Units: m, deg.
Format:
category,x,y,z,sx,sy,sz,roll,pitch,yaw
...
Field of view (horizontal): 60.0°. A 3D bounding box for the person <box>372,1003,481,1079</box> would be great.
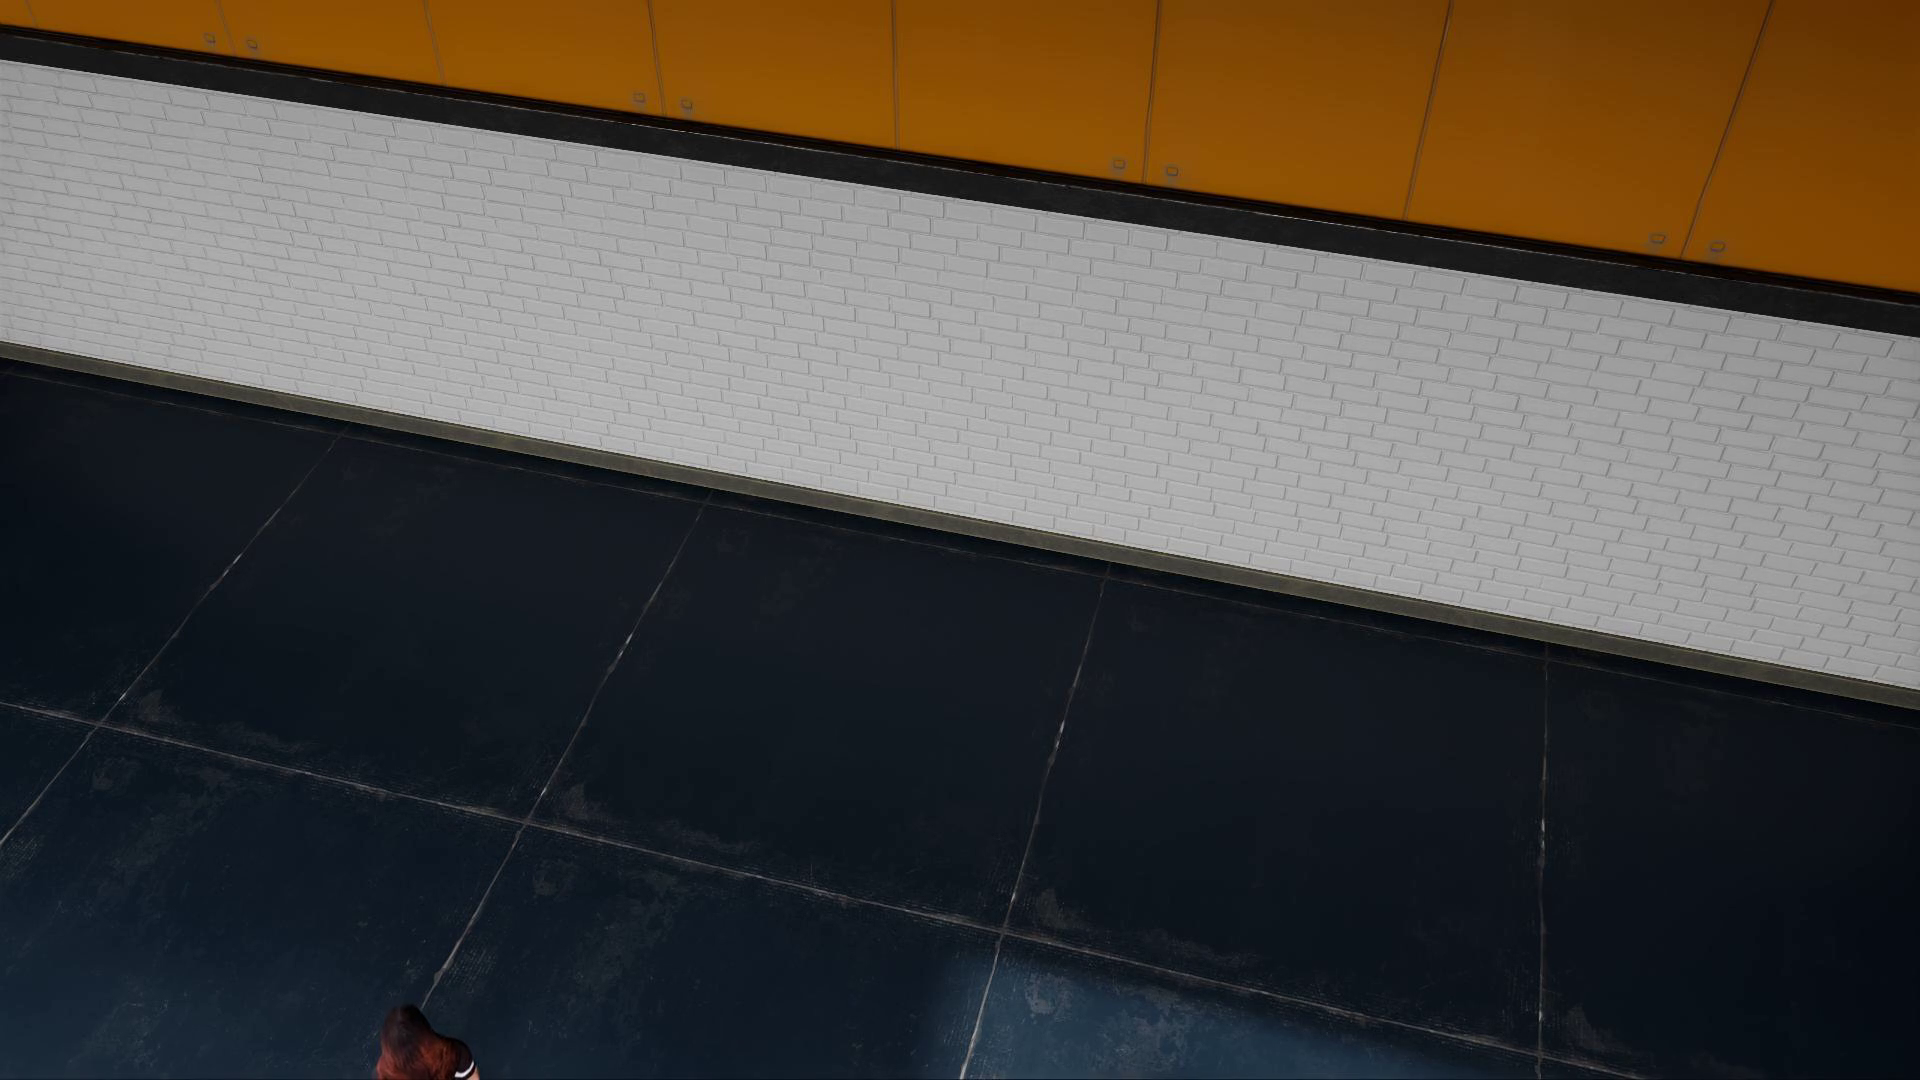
category,x,y,z,sx,sy,sz,roll,pitch,yaw
person,-2.470,2.715,7.917,0.713,1.638,0.769,-21,47,-20
